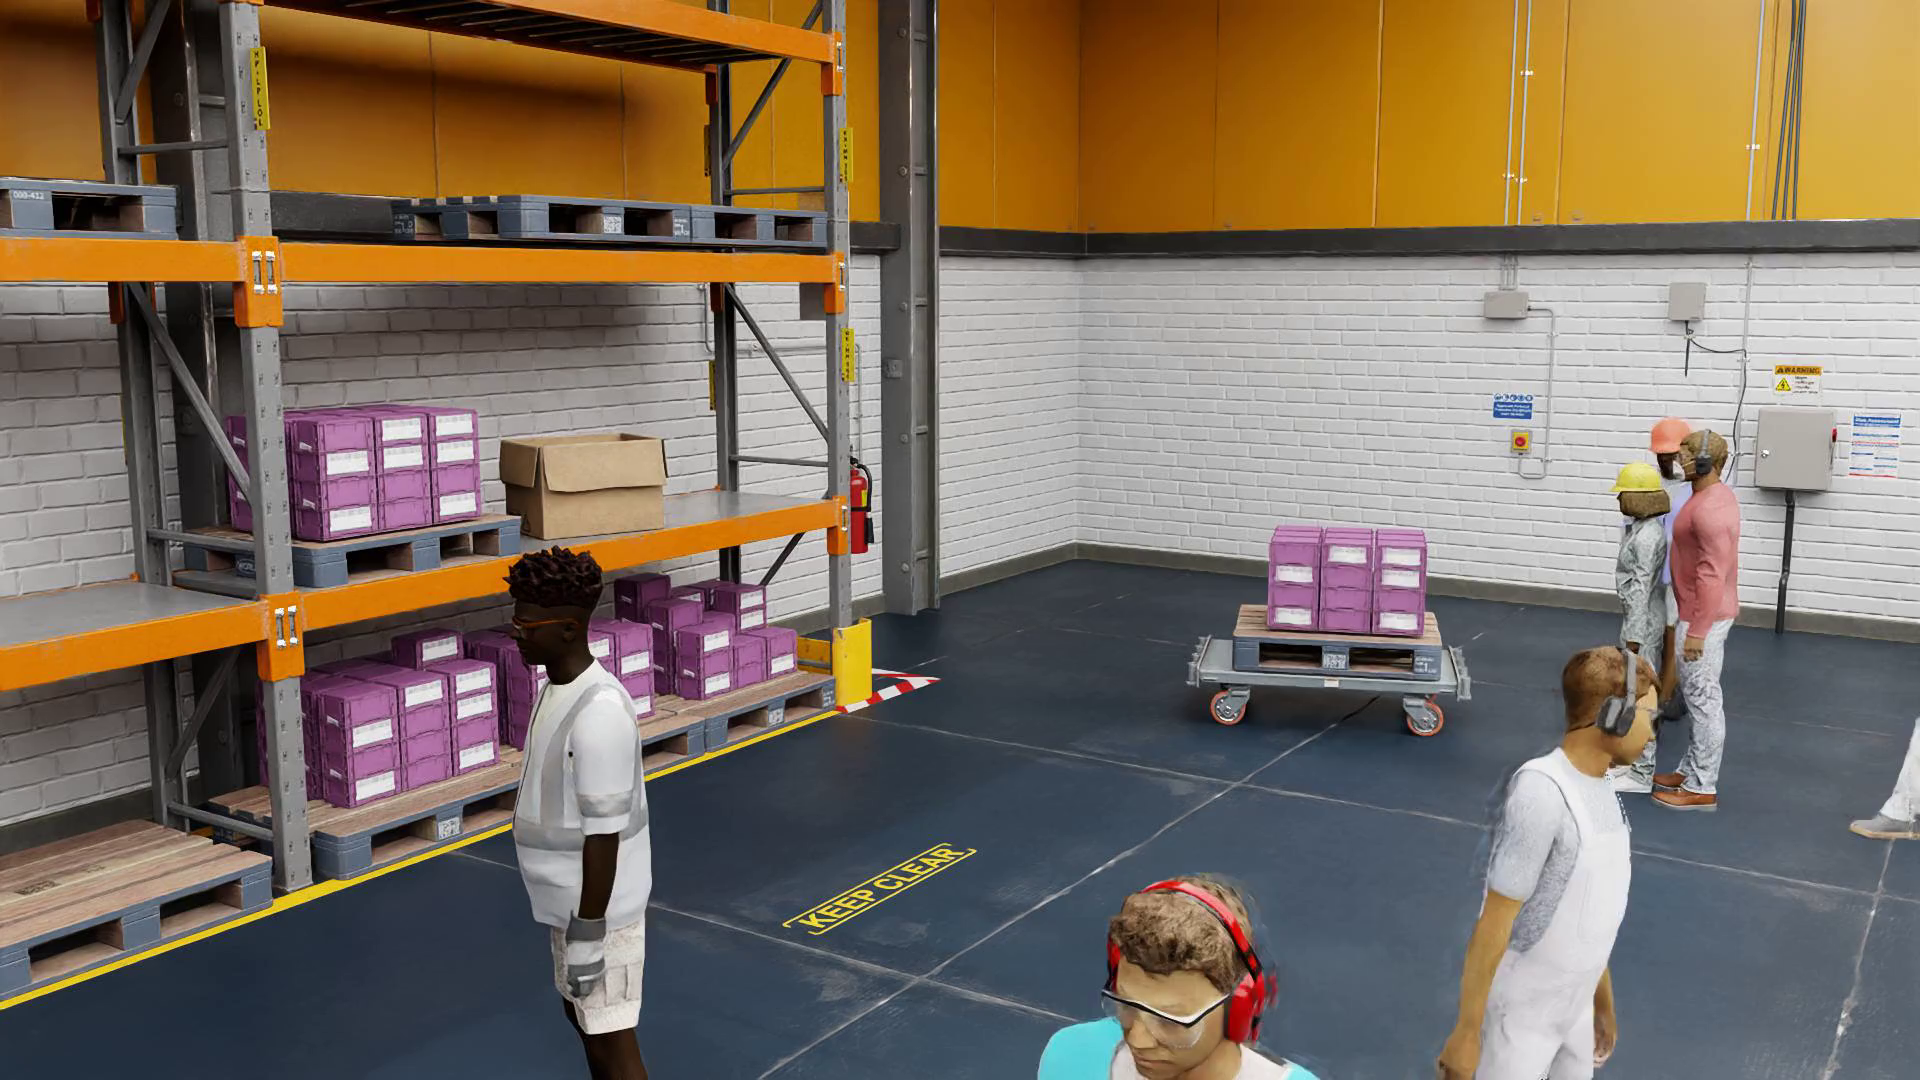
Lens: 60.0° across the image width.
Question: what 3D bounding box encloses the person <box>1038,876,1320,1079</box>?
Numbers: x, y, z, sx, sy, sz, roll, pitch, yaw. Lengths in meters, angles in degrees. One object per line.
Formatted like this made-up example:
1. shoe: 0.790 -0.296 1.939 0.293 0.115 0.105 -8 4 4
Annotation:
1. person: 0.307 1.373 2.479 0.637 1.828 0.503 9 12 44

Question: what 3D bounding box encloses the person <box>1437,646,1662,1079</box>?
1. person: 1.353 1.155 3.996 0.417 1.802 0.700 9 12 44

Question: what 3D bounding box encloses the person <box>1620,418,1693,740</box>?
1. person: 4.191 0.212 9.860 0.541 1.873 1.035 8 12 43

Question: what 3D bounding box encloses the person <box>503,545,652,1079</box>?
1. person: -1.045 0.980 4.611 0.367 1.959 0.606 -4 10 -23

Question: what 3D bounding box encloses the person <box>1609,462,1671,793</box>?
1. person: 3.544 0.455 8.751 0.321 1.737 0.484 4 9 23

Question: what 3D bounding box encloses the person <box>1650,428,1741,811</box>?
1. person: 3.739 0.403 8.425 0.375 1.940 0.627 4 10 23

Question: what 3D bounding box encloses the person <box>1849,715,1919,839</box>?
1. person: 4.812 0.567 7.747 0.971 1.840 0.559 1 9 6
